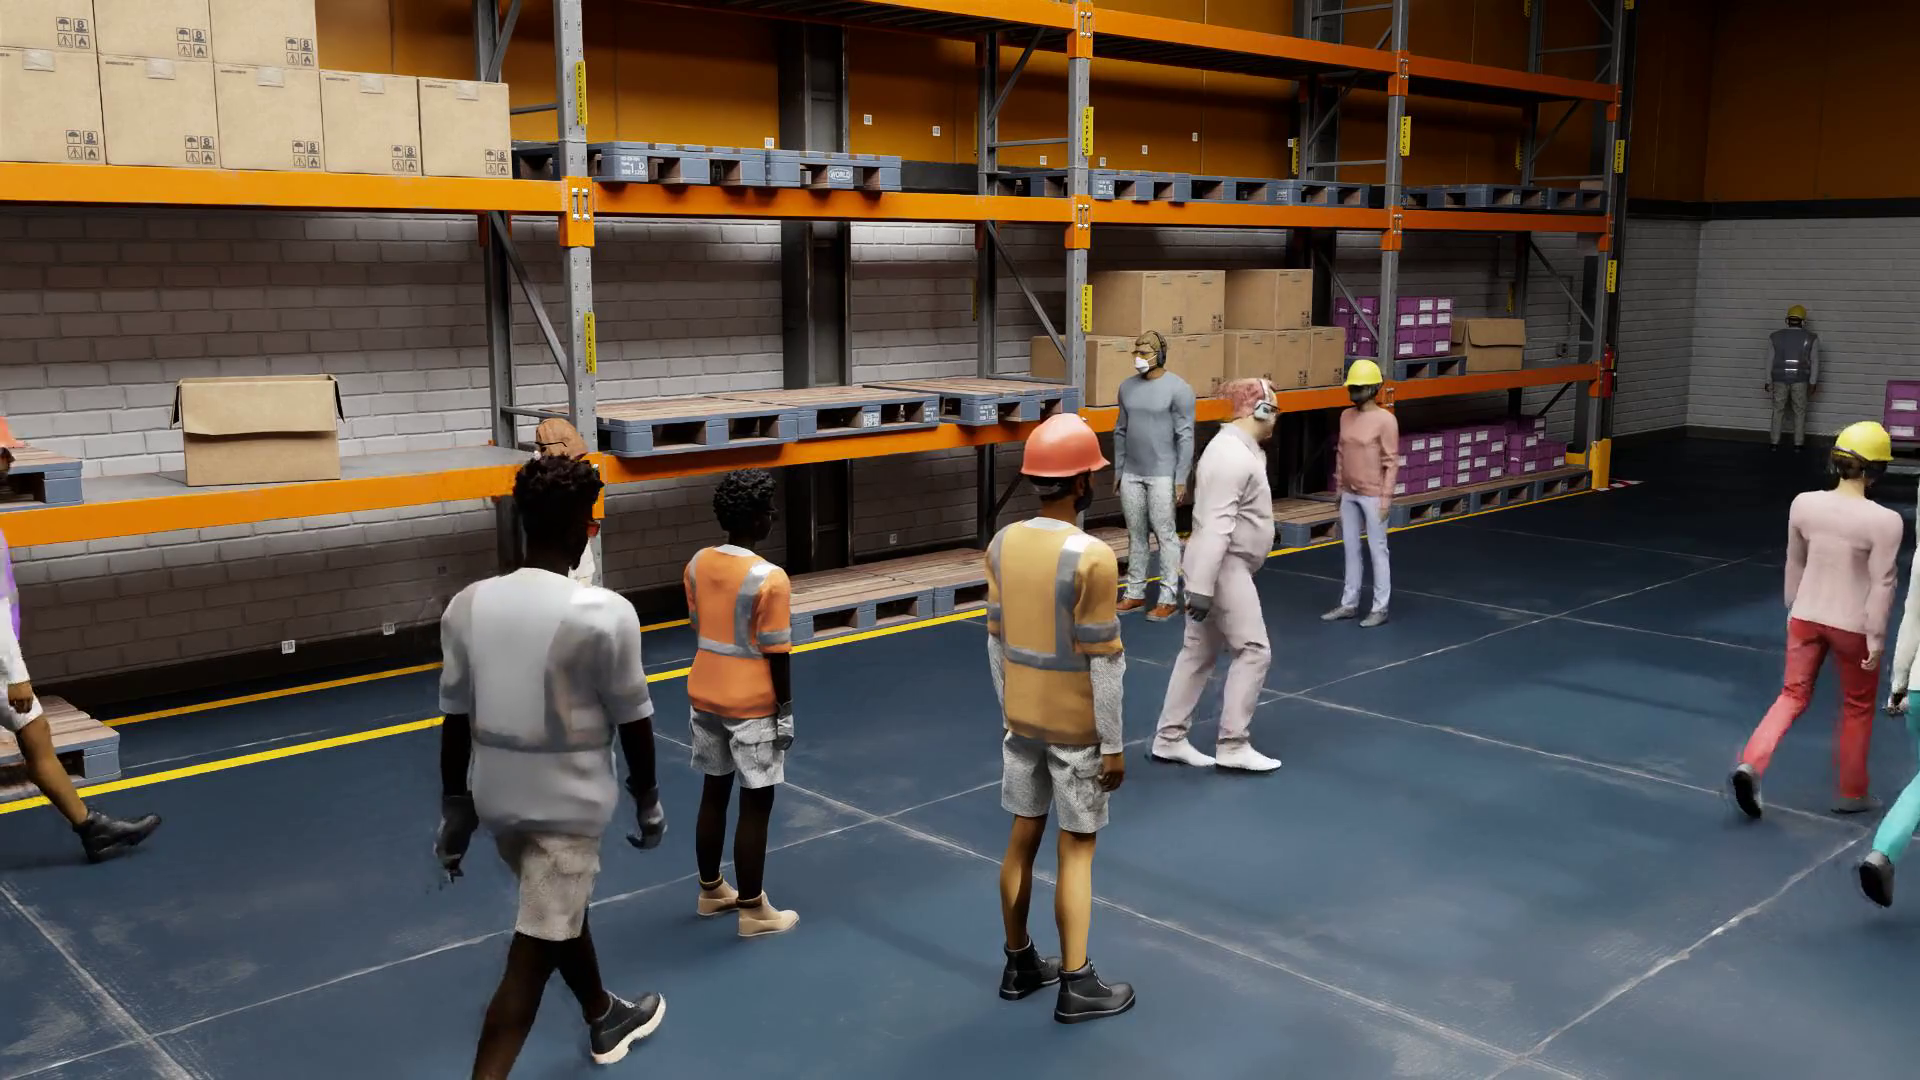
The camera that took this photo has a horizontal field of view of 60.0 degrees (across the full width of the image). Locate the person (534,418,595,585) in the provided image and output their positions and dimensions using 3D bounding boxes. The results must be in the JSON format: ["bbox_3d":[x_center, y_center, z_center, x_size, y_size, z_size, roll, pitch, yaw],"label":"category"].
[{"bbox_3d":[-1.999,0.191,8.441,0.281,1.624,0.493,-4,10,-21],"label":"person"}]

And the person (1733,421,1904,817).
[{"bbox_3d":[3.706,0.359,7.124,0.760,1.745,0.527,-6,11,-30],"label":"person"}]

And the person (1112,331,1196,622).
[{"bbox_3d":[1.274,-0.429,11.148,0.364,1.939,0.636,-10,14,-44],"label":"person"}]

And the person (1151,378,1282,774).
[{"bbox_3d":[1.248,0.174,7.832,0.717,1.866,0.663,0,10,1],"label":"person"}]

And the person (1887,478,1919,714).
[{"bbox_3d":[5.277,0.140,8.839,0.856,1.590,0.516,-5,11,-28],"label":"person"}]

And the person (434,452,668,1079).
[{"bbox_3d":[-1.131,0.712,4.582,0.594,1.903,1.049,5,11,28],"label":"person"}]

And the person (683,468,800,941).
[{"bbox_3d":[-0.780,0.582,5.961,0.530,1.689,0.321,9,13,42],"label":"person"}]

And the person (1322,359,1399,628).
[{"bbox_3d":[2.640,-0.304,10.930,0.335,1.765,0.532,-5,11,-29],"label":"person"}]

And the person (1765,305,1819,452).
[{"bbox_3d":[10.348,-2.008,20.706,0.600,1.830,0.403,5,11,29],"label":"person"}]

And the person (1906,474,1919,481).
[{"bbox_3d":[10.536,-1.477,17.551,0.586,1.846,0.941,-5,11,-26],"label":"person"}]

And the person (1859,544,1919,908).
[{"bbox_3d":[3.571,0.555,5.938,0.496,1.746,0.550,-4,10,-22],"label":"person"}]

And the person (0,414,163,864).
[{"bbox_3d":[-3.686,0.417,6.345,1.021,1.882,0.565,-7,12,-34],"label":"person"}]

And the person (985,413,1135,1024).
[{"bbox_3d":[0.323,0.566,5.313,0.354,1.942,0.545,-9,13,-42],"label":"person"}]
